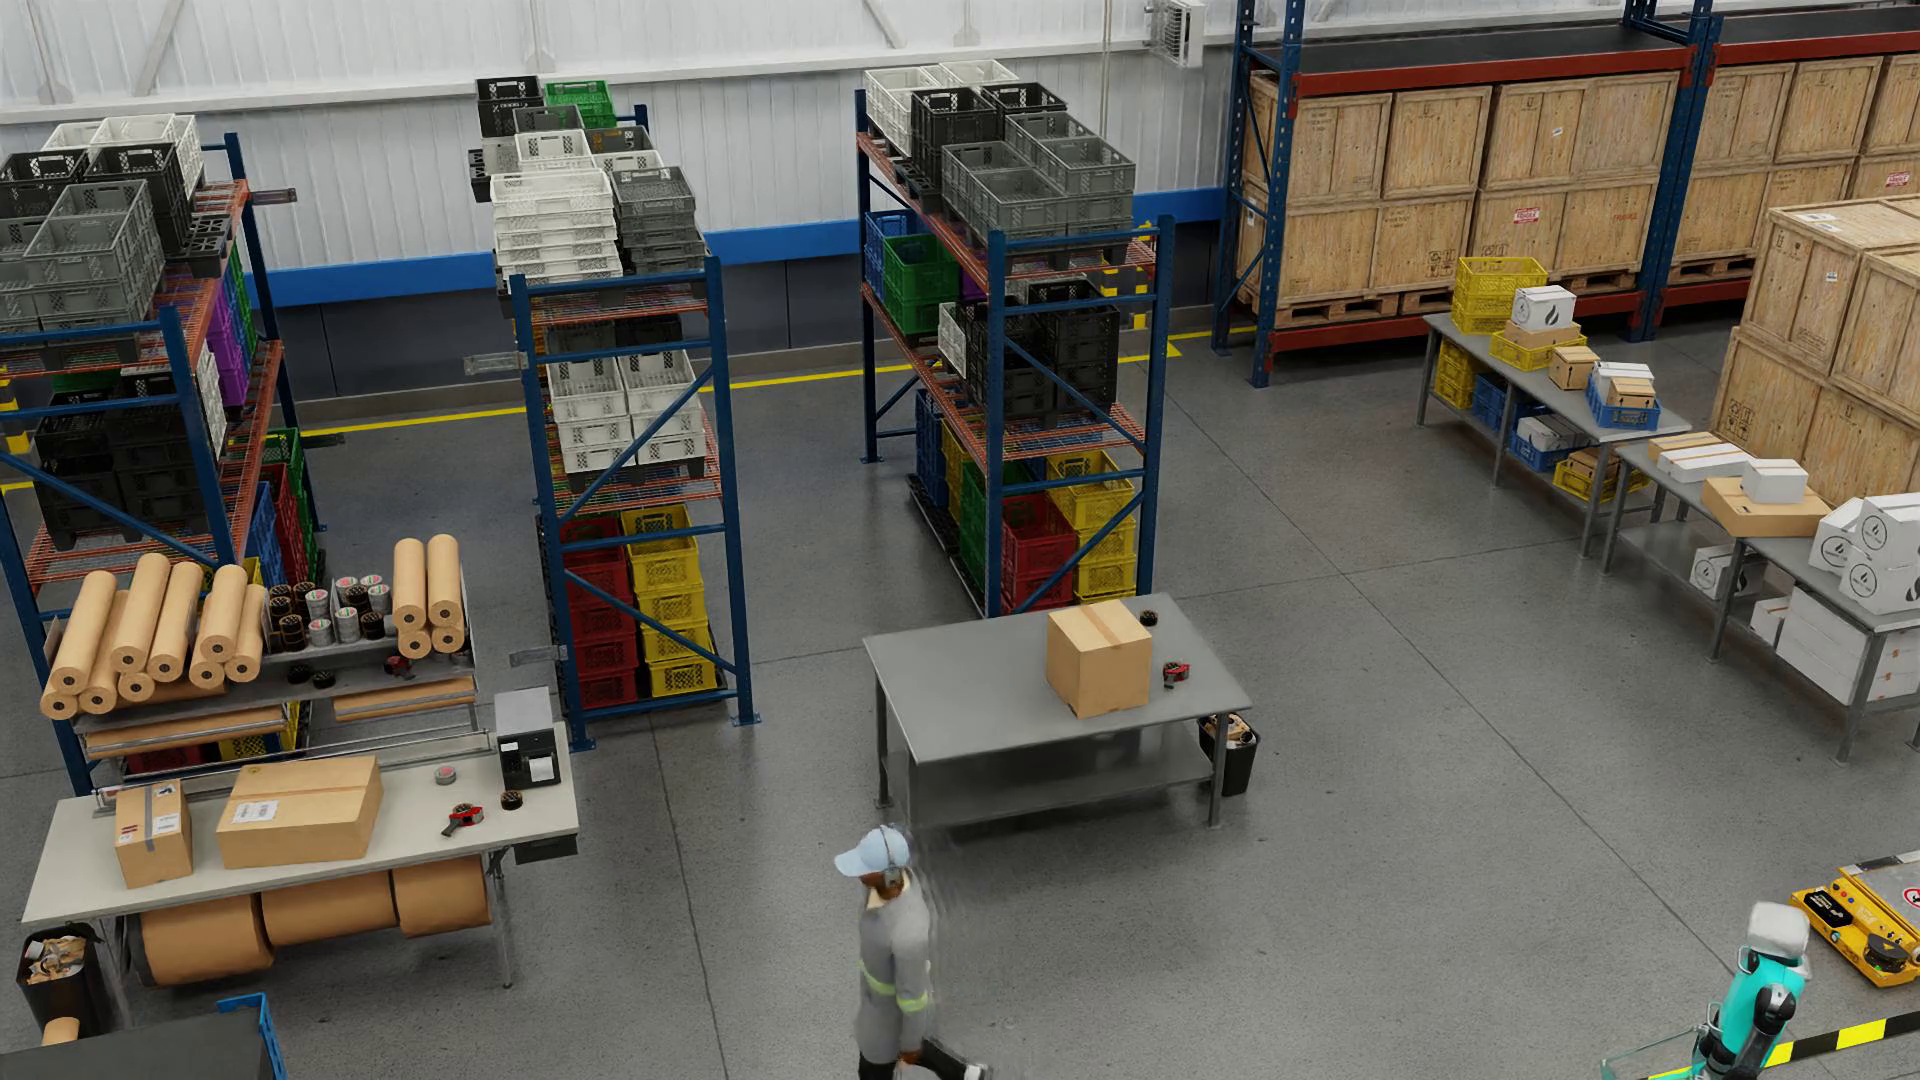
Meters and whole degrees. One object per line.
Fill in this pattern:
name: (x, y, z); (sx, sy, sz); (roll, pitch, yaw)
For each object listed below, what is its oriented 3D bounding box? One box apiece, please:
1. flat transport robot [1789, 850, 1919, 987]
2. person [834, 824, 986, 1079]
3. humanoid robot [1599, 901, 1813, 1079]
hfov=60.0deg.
flat transport robot: (5.163, 1.916, 8.676); (1.431, 0.231, 0.659); (-8, 30, -14)
person: (-0.253, 1.920, 7.042); (0.680, 1.835, 0.596); (-5, 29, -9)
humanoid robot: (2.862, 2.101, 6.675); (0.735, 1.677, 0.533); (12, 31, 21)
